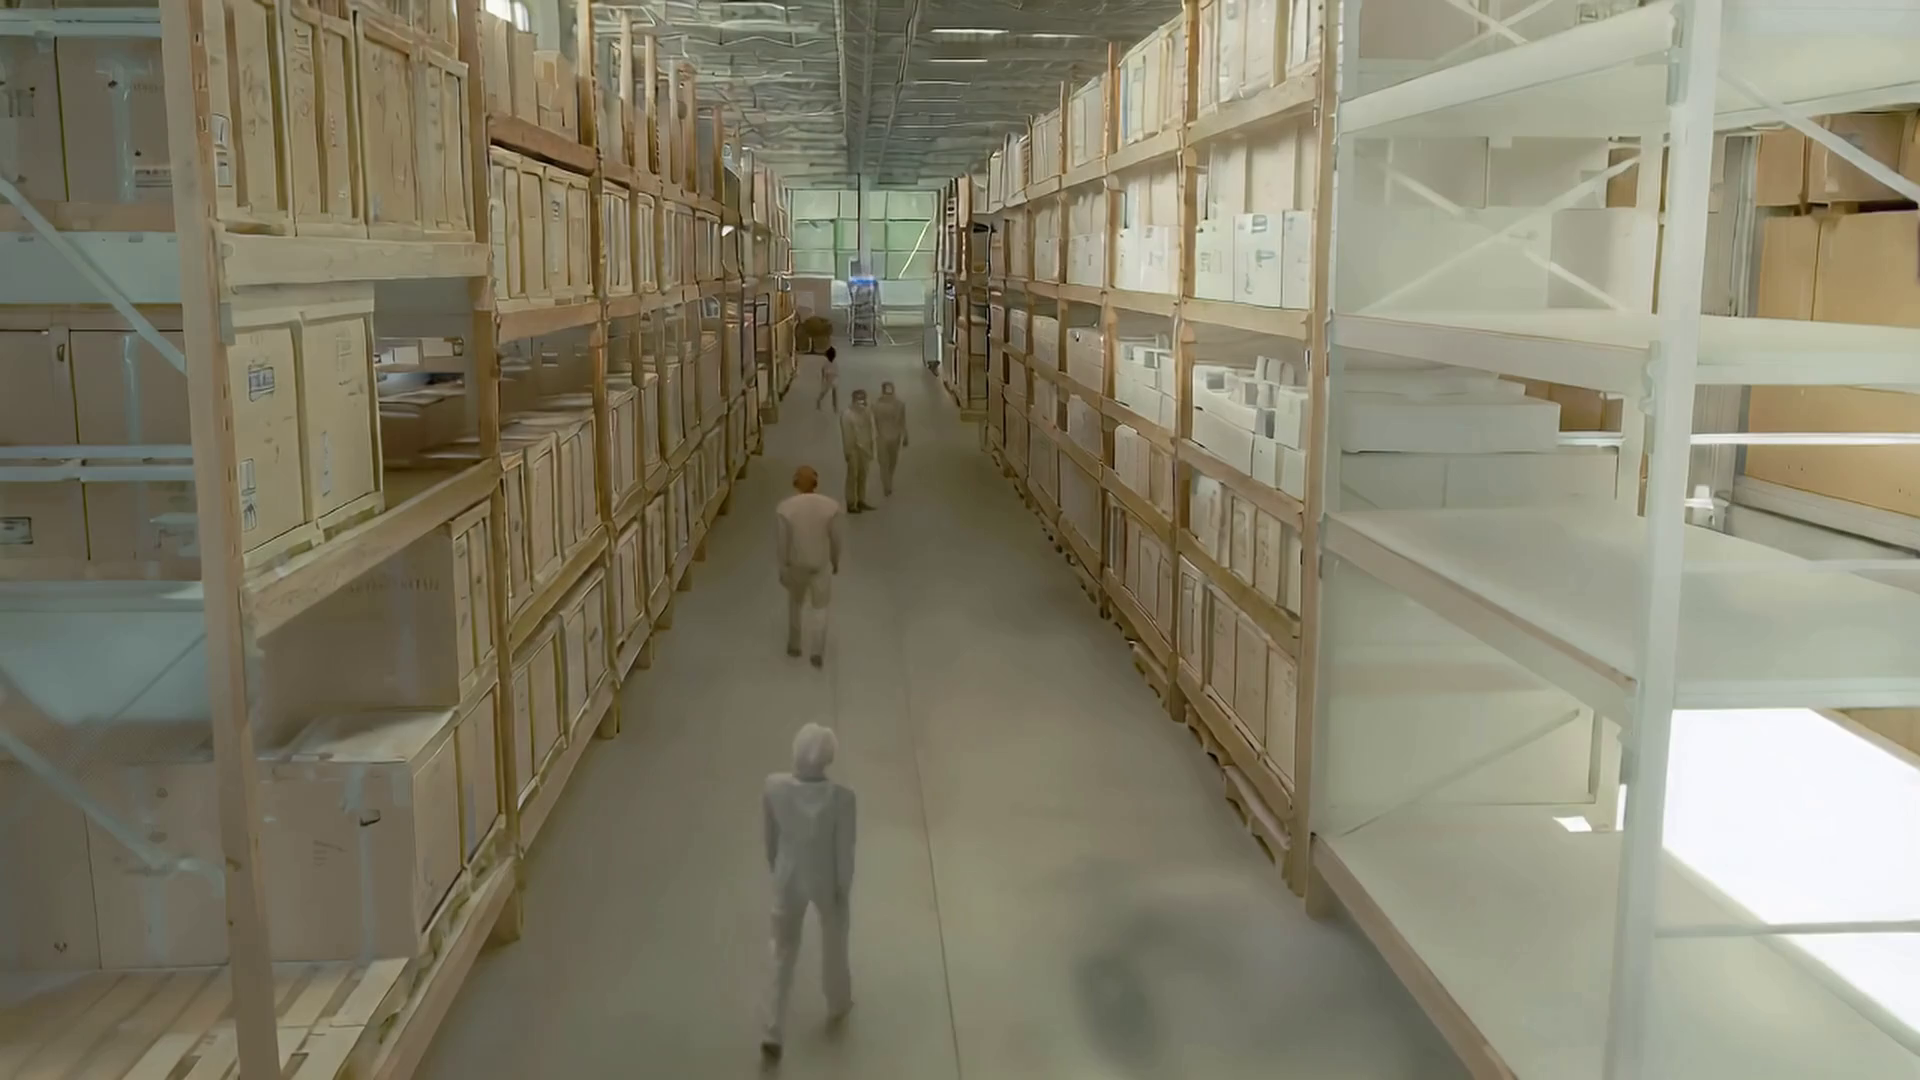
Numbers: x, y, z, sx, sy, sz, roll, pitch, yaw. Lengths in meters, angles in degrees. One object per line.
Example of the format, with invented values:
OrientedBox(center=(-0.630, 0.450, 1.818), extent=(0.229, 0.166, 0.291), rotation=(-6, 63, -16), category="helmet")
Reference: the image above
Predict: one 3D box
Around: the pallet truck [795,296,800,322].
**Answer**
OrientedBox(center=(-8.622, -12.439, 91.403), extent=(1.885, 1.965, 0.823), rotation=(2, 10, 13), category="pallet truck")

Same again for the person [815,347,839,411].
OrientedBox(center=(-3.443, -4.170, 42.990), extent=(0.637, 1.660, 0.541), rotation=(7, 12, 37), category="person")

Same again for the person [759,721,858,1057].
OrientedBox(center=(-0.757, 1.692, 8.168), extent=(0.512, 1.606, 0.834), rotation=(3, 10, 15), category="person")

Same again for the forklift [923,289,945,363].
OrientedBox(center=(-0.826, -8.165, 63.243), extent=(1.129, 2.768, 1.873), rotation=(-1, 10, -3), category="forklift")

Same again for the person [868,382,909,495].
OrientedBox(center=(-1.183, -1.703, 27.702), extent=(0.664, 1.852, 0.986), rotation=(-2, 10, -11), category="person")

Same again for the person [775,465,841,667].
OrientedBox(center=(-1.464, 0.228, 16.005), extent=(0.643, 1.912, 0.836), rotation=(-2, 10, -10), category="person")

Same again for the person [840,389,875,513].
OrientedBox(center=(-1.551, -1.377, 25.603), extent=(0.410, 1.906, 0.642), rotation=(6, 11, 33), category="person")
